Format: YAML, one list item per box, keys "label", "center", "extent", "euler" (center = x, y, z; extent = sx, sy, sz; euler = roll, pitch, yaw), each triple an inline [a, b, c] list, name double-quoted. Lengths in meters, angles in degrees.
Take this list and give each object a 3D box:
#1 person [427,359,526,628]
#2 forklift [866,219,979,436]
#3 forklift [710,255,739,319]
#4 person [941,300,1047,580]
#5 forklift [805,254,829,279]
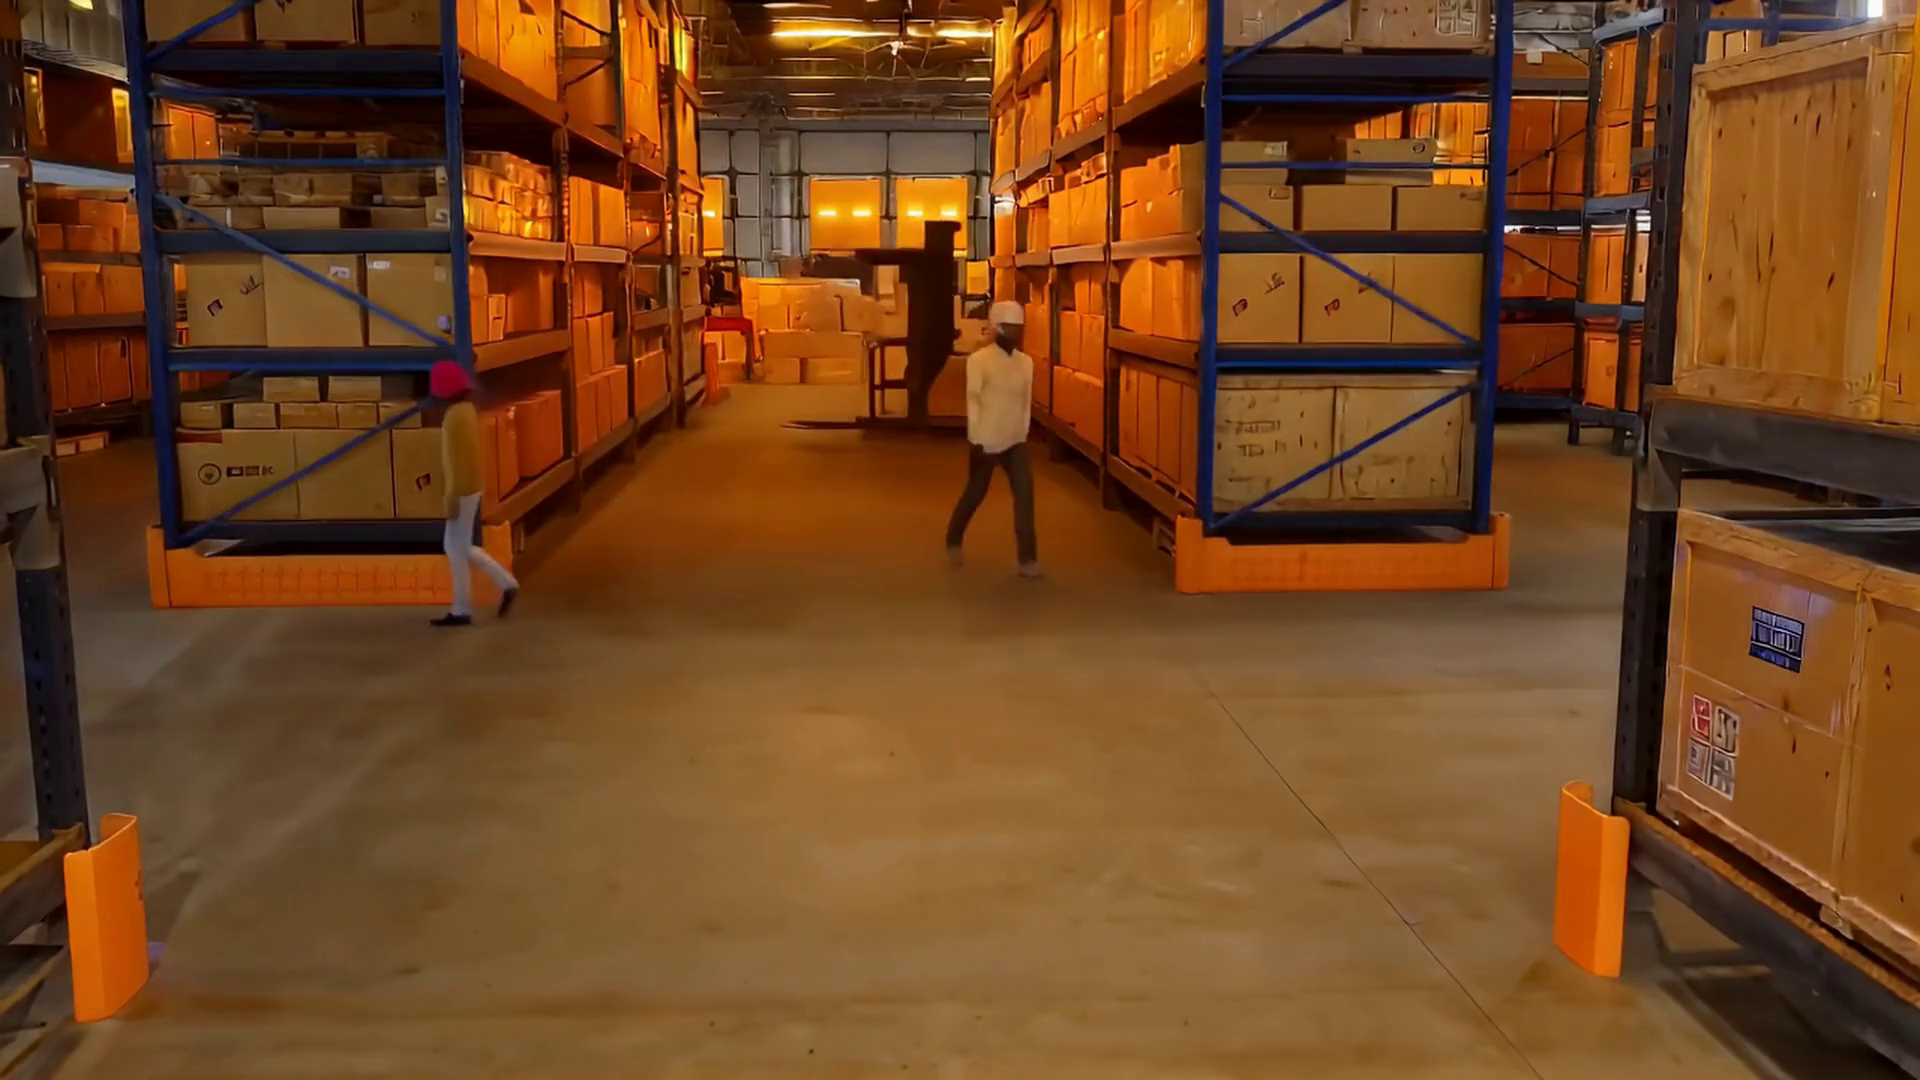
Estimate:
- label: "person"
  center: [-2.940, -0.274, 9.979]
  extent: [0.479, 1.616, 0.516]
  euler: [0, 9, -1]
- label: "forklift"
  center: [-0.242, -2.787, 21.828]
  extent: [1.873, 2.768, 1.129]
  euler: [1, 9, 4]
- label: "forklift"
  center: [-8.368, -8.713, 59.038]
  extent: [1.129, 2.768, 1.873]
  euler: [-1, 9, -4]
- label: "person"
  center: [0.233, -0.722, 11.794]
  extent: [0.617, 1.958, 1.001]
  euler: [-5, 11, -31]
- label: "forklift"
  center: [-4.808, -8.280, 56.322]
  extent: [1.873, 2.768, 1.129]
  euler: [-8, 12, -41]
